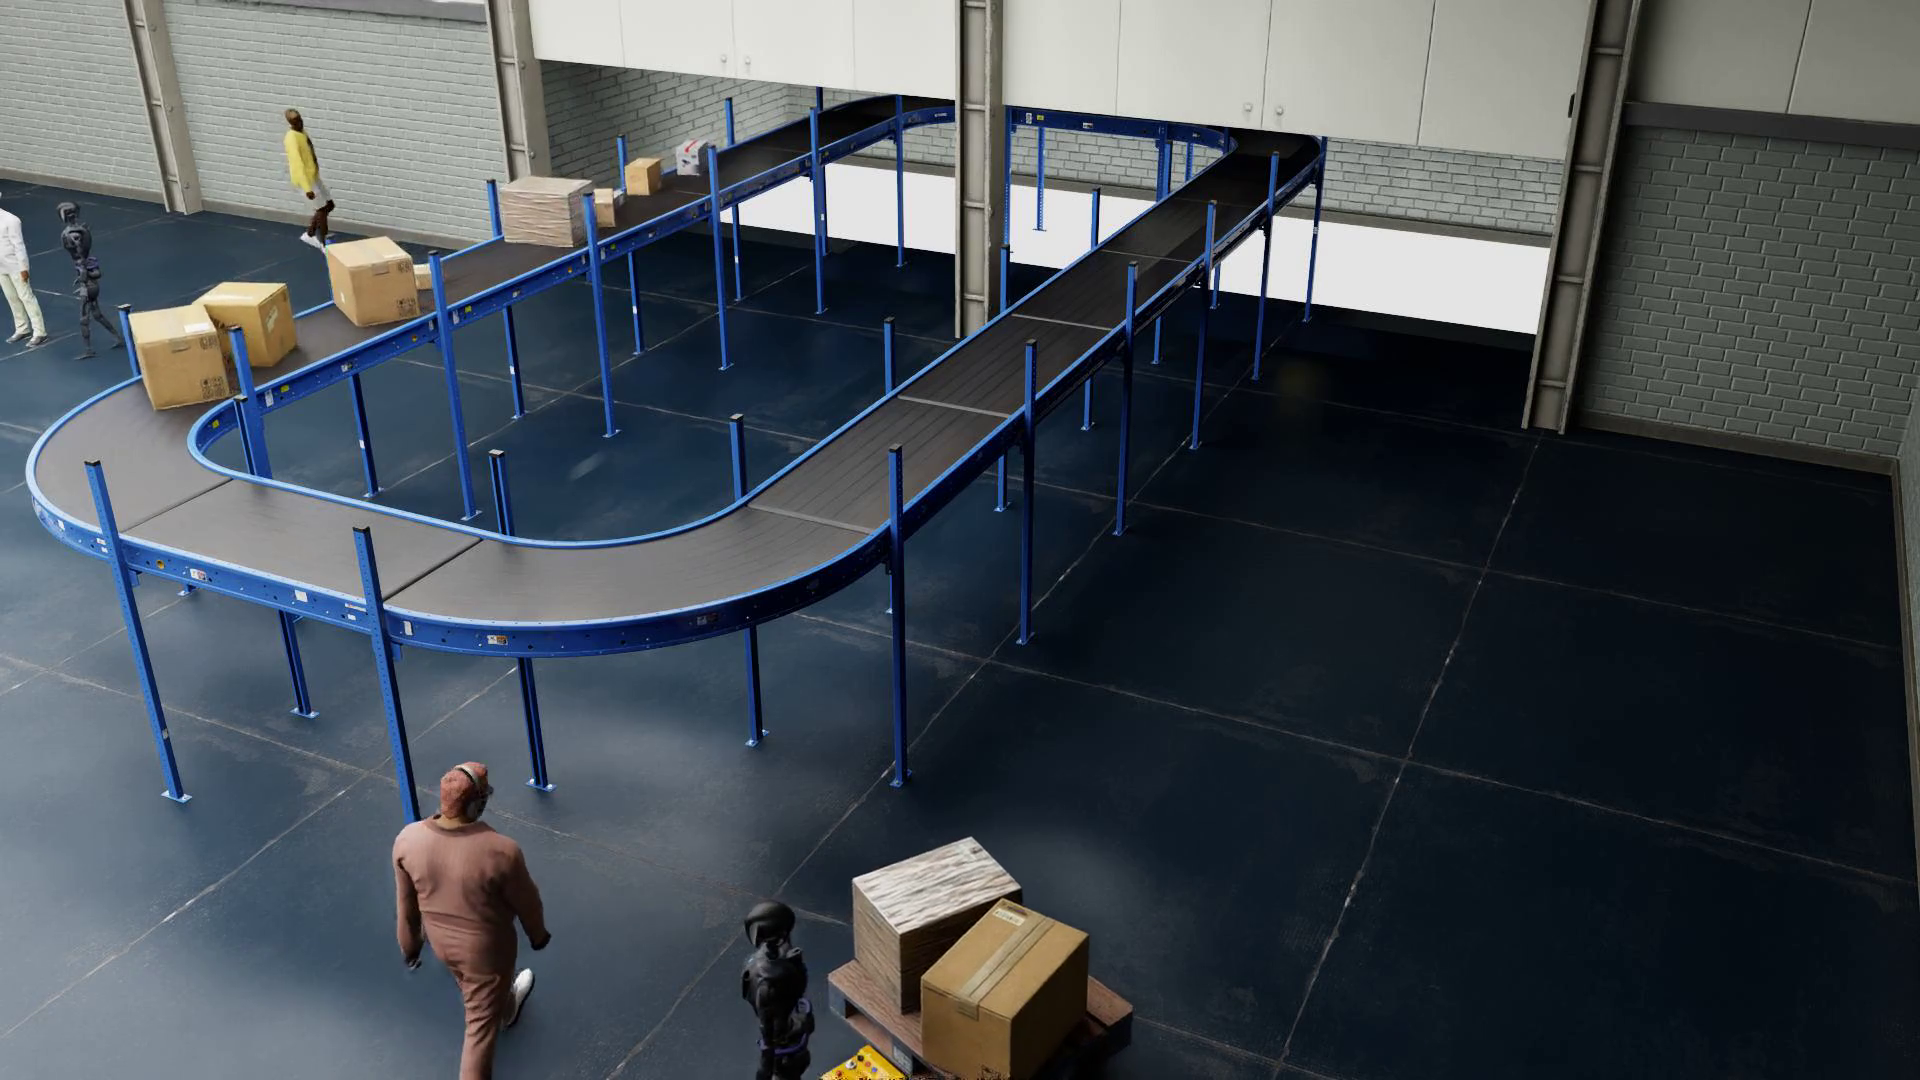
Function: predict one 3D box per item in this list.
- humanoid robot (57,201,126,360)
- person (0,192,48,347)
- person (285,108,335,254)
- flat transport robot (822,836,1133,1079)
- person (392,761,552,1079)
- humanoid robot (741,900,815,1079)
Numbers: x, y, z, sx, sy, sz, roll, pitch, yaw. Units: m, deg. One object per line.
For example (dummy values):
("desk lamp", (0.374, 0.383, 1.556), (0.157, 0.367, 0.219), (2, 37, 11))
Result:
("humanoid robot", (-9.193, -2.745, 17.445), (0.612, 1.637, 0.612), (-14, 30, -27))
("person", (-10.152, -2.927, 17.715), (0.570, 1.743, 0.350), (11, 28, 21))
("person", (-8.023, -4.443, 20.626), (0.497, 1.860, 0.574), (-3, 27, -6))
("flat transport robot", (0.078, 2.535, 8.368), (1.431, 0.231, 0.659), (-21, 34, -36))
("person", (-2.282, 1.851, 7.967), (0.656, 1.844, 0.978), (8, 28, 16))
("humanoid robot", (-0.813, 2.259, 7.333), (0.334, 1.650, 0.584), (0, 26, 1))
